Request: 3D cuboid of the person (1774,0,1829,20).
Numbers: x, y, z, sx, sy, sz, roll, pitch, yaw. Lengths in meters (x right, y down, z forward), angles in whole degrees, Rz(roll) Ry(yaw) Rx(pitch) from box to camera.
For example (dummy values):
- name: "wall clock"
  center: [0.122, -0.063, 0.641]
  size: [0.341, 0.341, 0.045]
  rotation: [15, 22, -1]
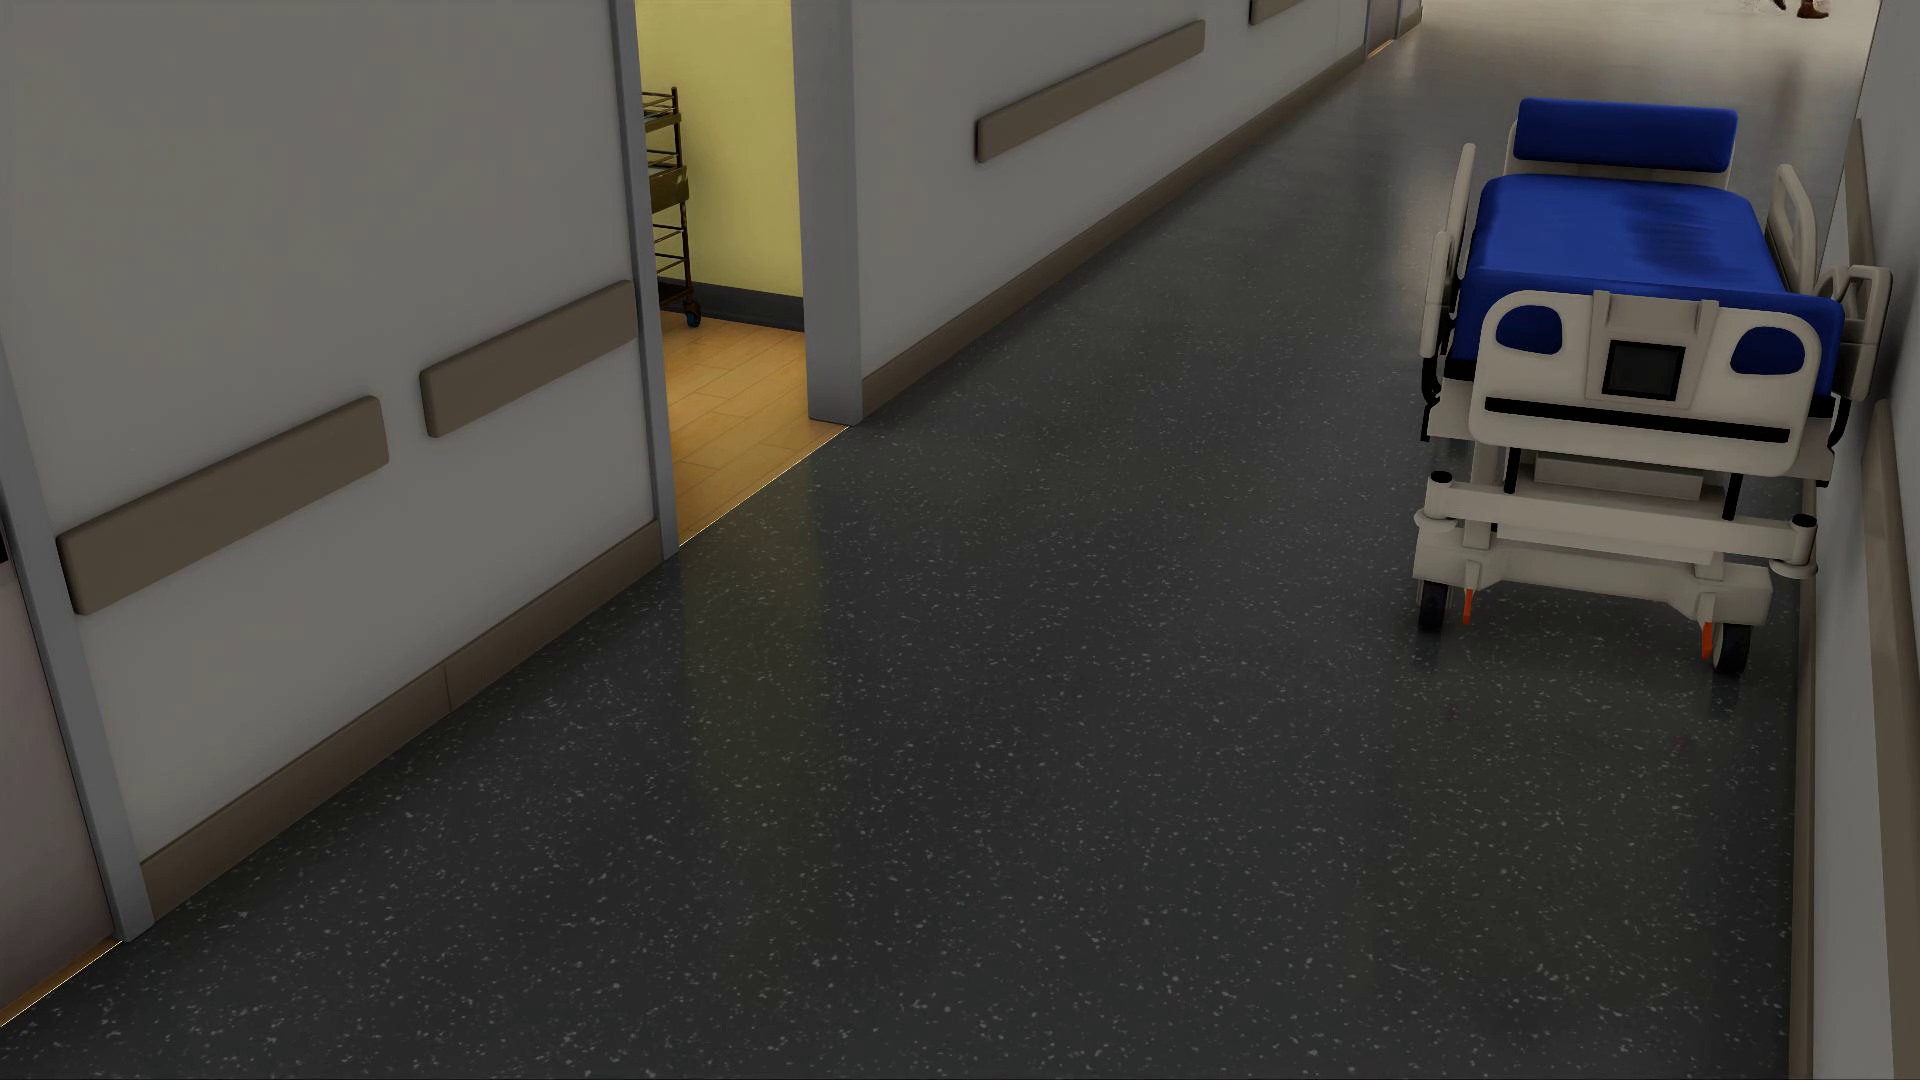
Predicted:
- name: "person"
  center: [8.280, -5.957, 16.121]
  size: [0.835, 1.709, 0.671]
  rotation: [10, 27, 20]
